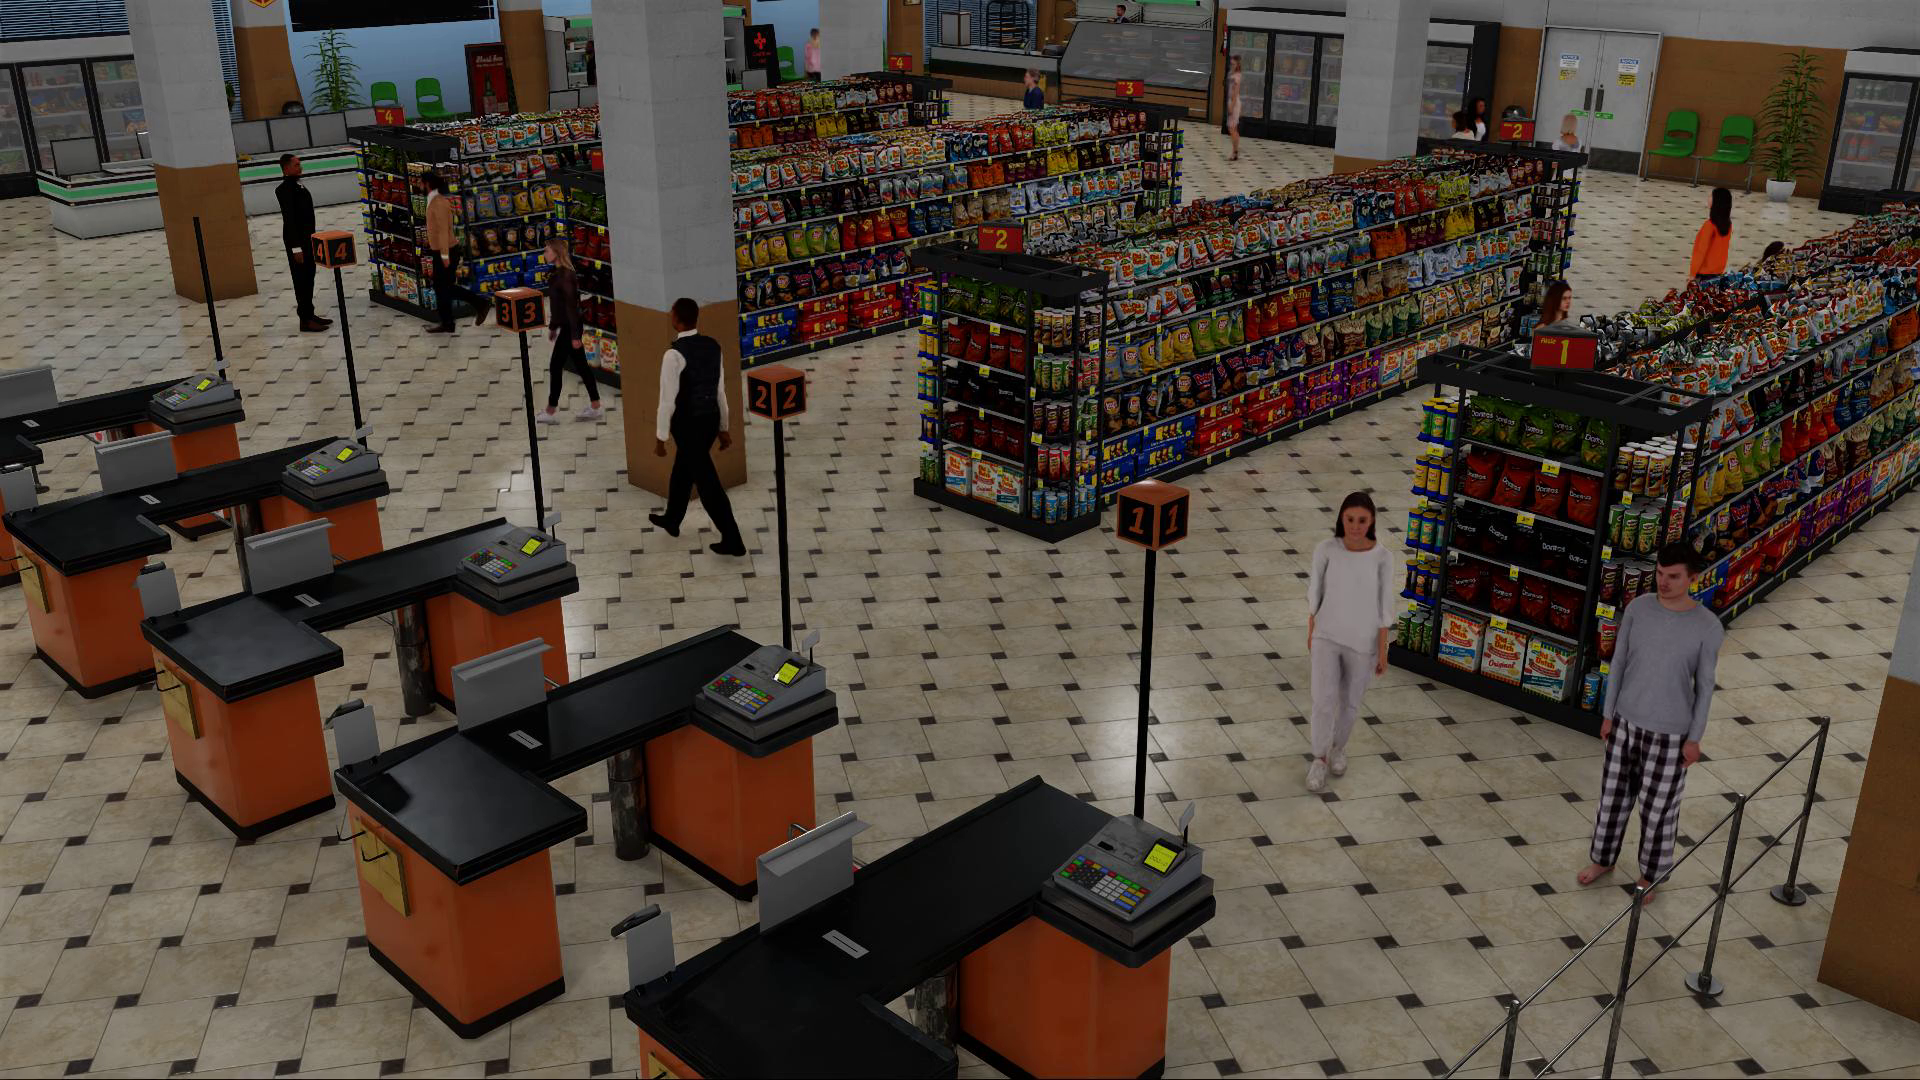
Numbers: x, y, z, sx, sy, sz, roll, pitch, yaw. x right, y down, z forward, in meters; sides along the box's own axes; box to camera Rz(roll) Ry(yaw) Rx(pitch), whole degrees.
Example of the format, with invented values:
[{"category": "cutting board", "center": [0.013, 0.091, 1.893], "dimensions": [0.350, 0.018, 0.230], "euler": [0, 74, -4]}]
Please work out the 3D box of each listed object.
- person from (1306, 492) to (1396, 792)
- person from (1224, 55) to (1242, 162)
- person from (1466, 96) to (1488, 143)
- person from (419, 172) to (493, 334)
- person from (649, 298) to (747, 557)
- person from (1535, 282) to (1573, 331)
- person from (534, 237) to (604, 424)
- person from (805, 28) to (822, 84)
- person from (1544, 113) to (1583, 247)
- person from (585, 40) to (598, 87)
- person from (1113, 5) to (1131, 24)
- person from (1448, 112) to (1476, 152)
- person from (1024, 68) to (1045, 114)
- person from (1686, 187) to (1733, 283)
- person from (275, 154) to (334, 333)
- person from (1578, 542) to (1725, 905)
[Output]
[{"category": "person", "center": [2.114, 0.505, 9.087], "dimensions": [0.793, 1.672, 0.864], "euler": [4, 22, 9]}, {"category": "person", "center": [4.766, -7.480, 28.786], "dimensions": [0.854, 1.802, 0.797], "euler": [4, 22, 9]}, {"category": "person", "center": [7.568, -5.825, 24.988], "dimensions": [1.098, 1.562, 0.825], "euler": [-15, 26, -32]}, {"category": "person", "center": [-5.487, -3.086, 17.957], "dimensions": [1.048, 1.722, 0.849], "euler": [-12, 25, -26]}, {"category": "person", "center": [-1.846, -0.756, 11.963], "dimensions": [0.919, 1.868, 1.240], "euler": [15, 26, 32]}, {"category": "person", "center": [4.678, -1.217, 13.301], "dimensions": [0.486, 1.725, 0.656], "euler": [-16, 27, -35]}, {"category": "person", "center": [-3.440, -1.882, 15.025], "dimensions": [1.025, 1.674, 0.874], "euler": [-7, 23, -16]}, {"category": "person", "center": [-3.009, -9.812, 34.762], "dimensions": [0.922, 1.674, 0.900], "euler": [-7, 23, -16]}, {"category": "person", "center": [8.034, -4.793, 22.169], "dimensions": [0.598, 1.750, 0.704], "euler": [-6, 23, -14]}, {"category": "person", "center": [-6.765, -8.379, 31.004], "dimensions": [0.697, 1.816, 0.736], "euler": [-8, 23, -20]}, {"category": "person", "center": [3.712, -11.421, 38.507], "dimensions": [0.629, 1.867, 0.562], "euler": [20, 29, 41]}, {"category": "person", "center": [6.987, -5.063, 22.975], "dimensions": [0.609, 1.649, 0.785], "euler": [-8, 23, -20]}, {"category": "person", "center": [1.237, -6.459, 26.189], "dimensions": [1.149, 1.843, 0.983], "euler": [-6, 23, -15]}, {"category": "person", "center": [7.747, -2.721, 17.028], "dimensions": [0.686, 1.737, 0.519], "euler": [19, 29, 40]}, {"category": "person", "center": [-7.182, -3.238, 18.092], "dimensions": [0.823, 1.904, 0.794], "euler": [-3, 22, -8]}, {"category": "person", "center": [3.319, 0.866, 7.955], "dimensions": [0.623, 1.847, 0.539], "euler": [19, 28, 39]}]
